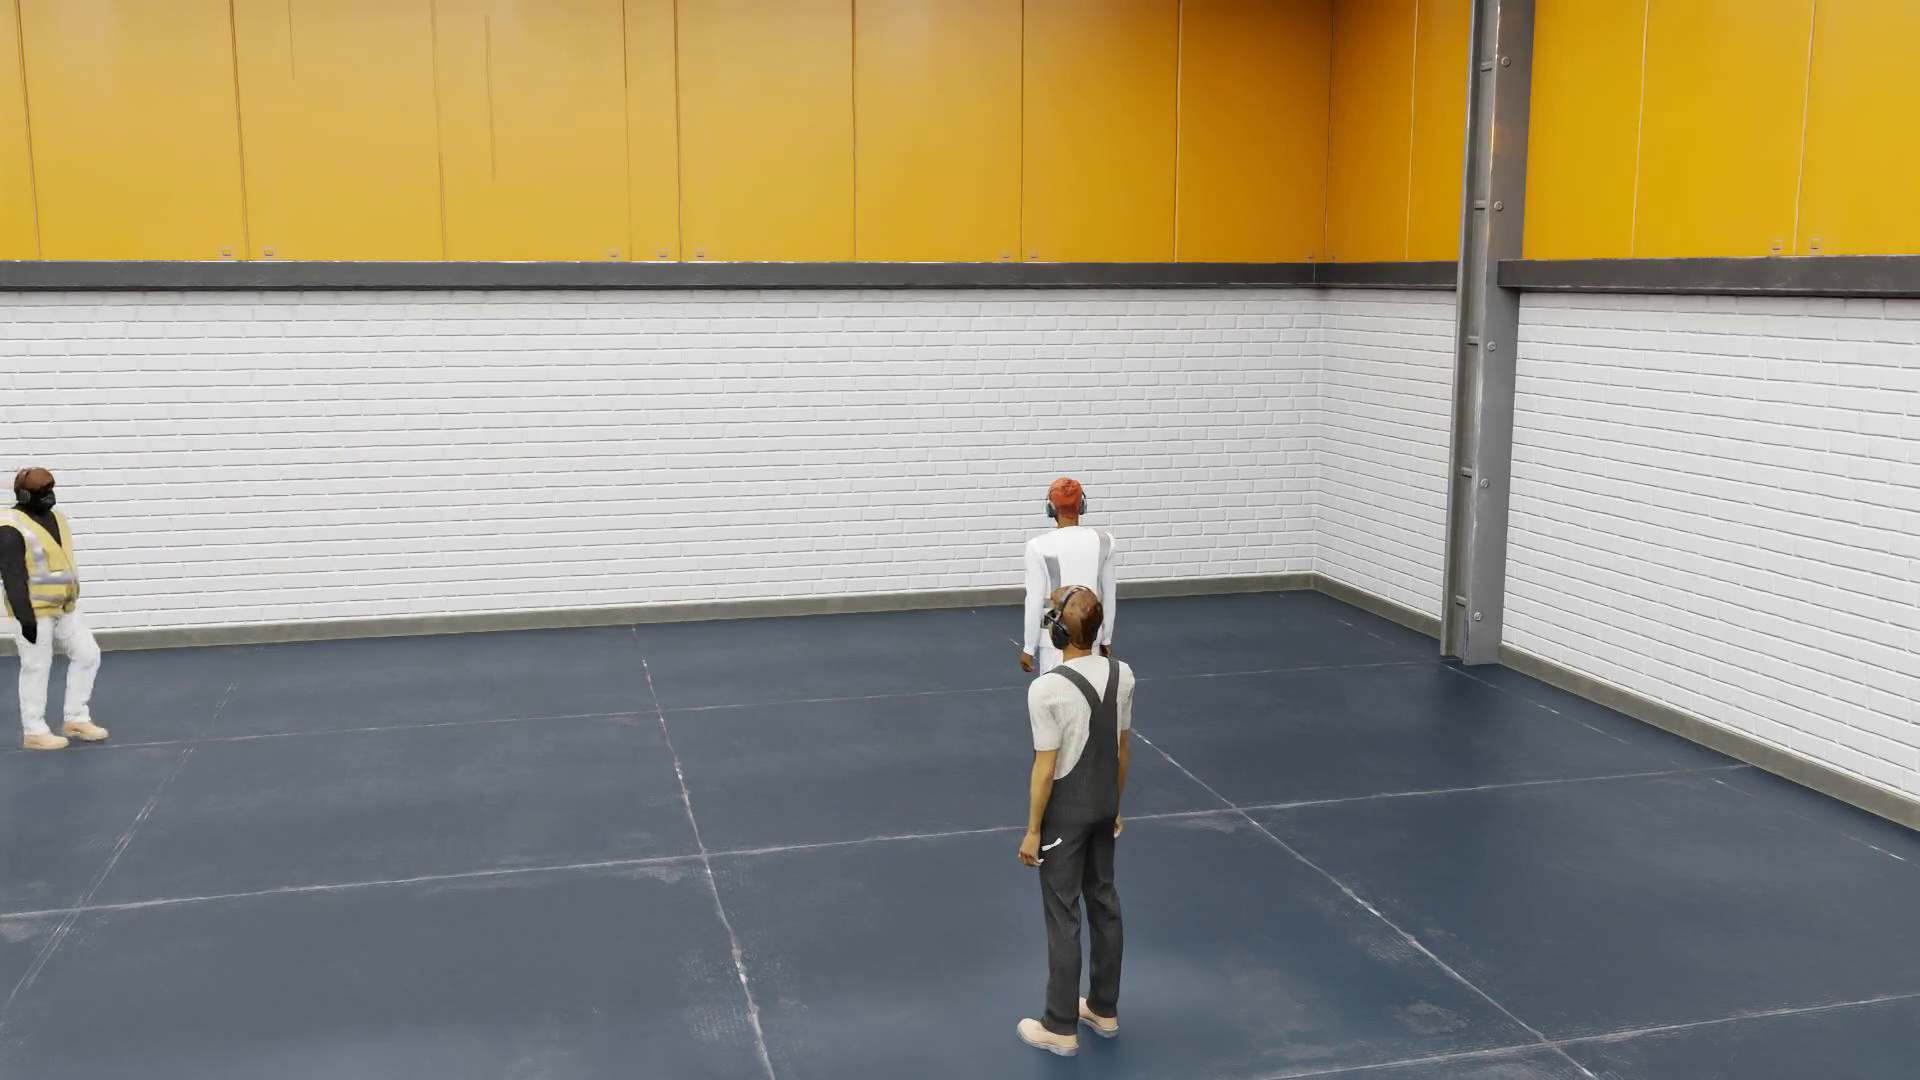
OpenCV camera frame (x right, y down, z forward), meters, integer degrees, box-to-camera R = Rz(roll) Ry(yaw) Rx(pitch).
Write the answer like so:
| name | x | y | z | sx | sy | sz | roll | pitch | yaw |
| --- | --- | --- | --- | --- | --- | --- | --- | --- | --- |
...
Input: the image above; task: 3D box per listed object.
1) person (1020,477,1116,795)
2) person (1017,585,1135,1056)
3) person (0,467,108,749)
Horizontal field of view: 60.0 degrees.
| name | x | y | z | sx | sy | sz | roll | pitch | yaw |
| --- | --- | --- | --- | --- | --- | --- | --- | --- | --- |
| person | 0.618 | 0.577 | 9.501 | 0.573 | 1.887 | 0.354 | -4 | 10 | -22 |
| person | 0.446 | 1.081 | 6.485 | 0.507 | 1.847 | 0.345 | -8 | 12 | -40 |
| person | -5.741 | 0.441 | 10.558 | 0.610 | 1.816 | 0.651 | 1 | 9 | 5 |
